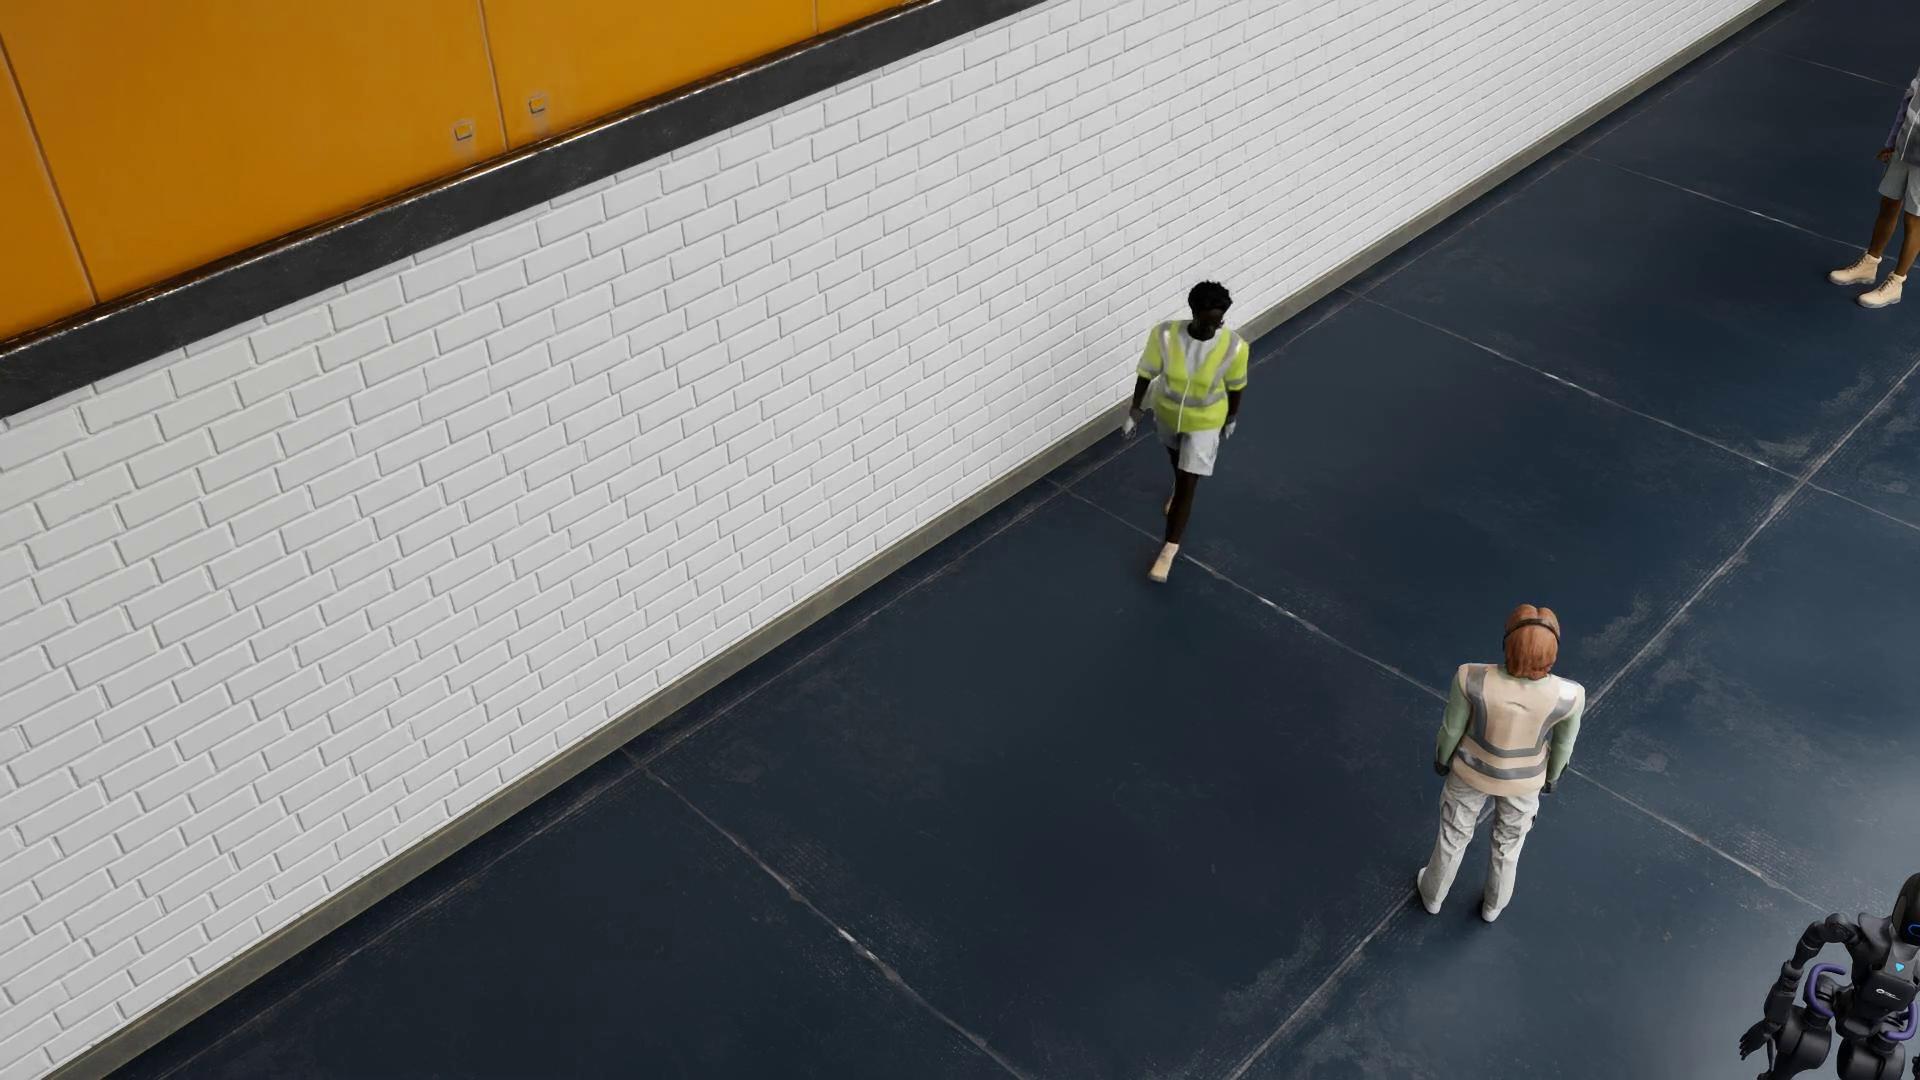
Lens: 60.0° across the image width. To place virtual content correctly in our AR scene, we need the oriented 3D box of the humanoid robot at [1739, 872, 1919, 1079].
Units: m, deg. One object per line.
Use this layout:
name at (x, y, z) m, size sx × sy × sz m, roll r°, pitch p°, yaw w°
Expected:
humanoid robot at (3.020, 1.701, 5.654) m, size 0.599 × 1.657 × 0.315 m, roll 17°, pitch 42°, yaw 20°

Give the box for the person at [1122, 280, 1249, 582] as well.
person at (1.166, -0.630, 8.599) m, size 0.539 × 1.637 × 0.915 m, roll 17°, pitch 42°, yaw 20°

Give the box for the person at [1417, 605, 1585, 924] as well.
person at (2.148, 0.928, 6.658) m, size 0.513 × 1.644 × 0.306 m, roll 9°, pitch 39°, yaw 10°

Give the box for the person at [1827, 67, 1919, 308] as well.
person at (6.094, -2.450, 10.565) m, size 0.371 × 2.040 × 0.614 m, roll -8°, pitch 39°, yaw -9°
